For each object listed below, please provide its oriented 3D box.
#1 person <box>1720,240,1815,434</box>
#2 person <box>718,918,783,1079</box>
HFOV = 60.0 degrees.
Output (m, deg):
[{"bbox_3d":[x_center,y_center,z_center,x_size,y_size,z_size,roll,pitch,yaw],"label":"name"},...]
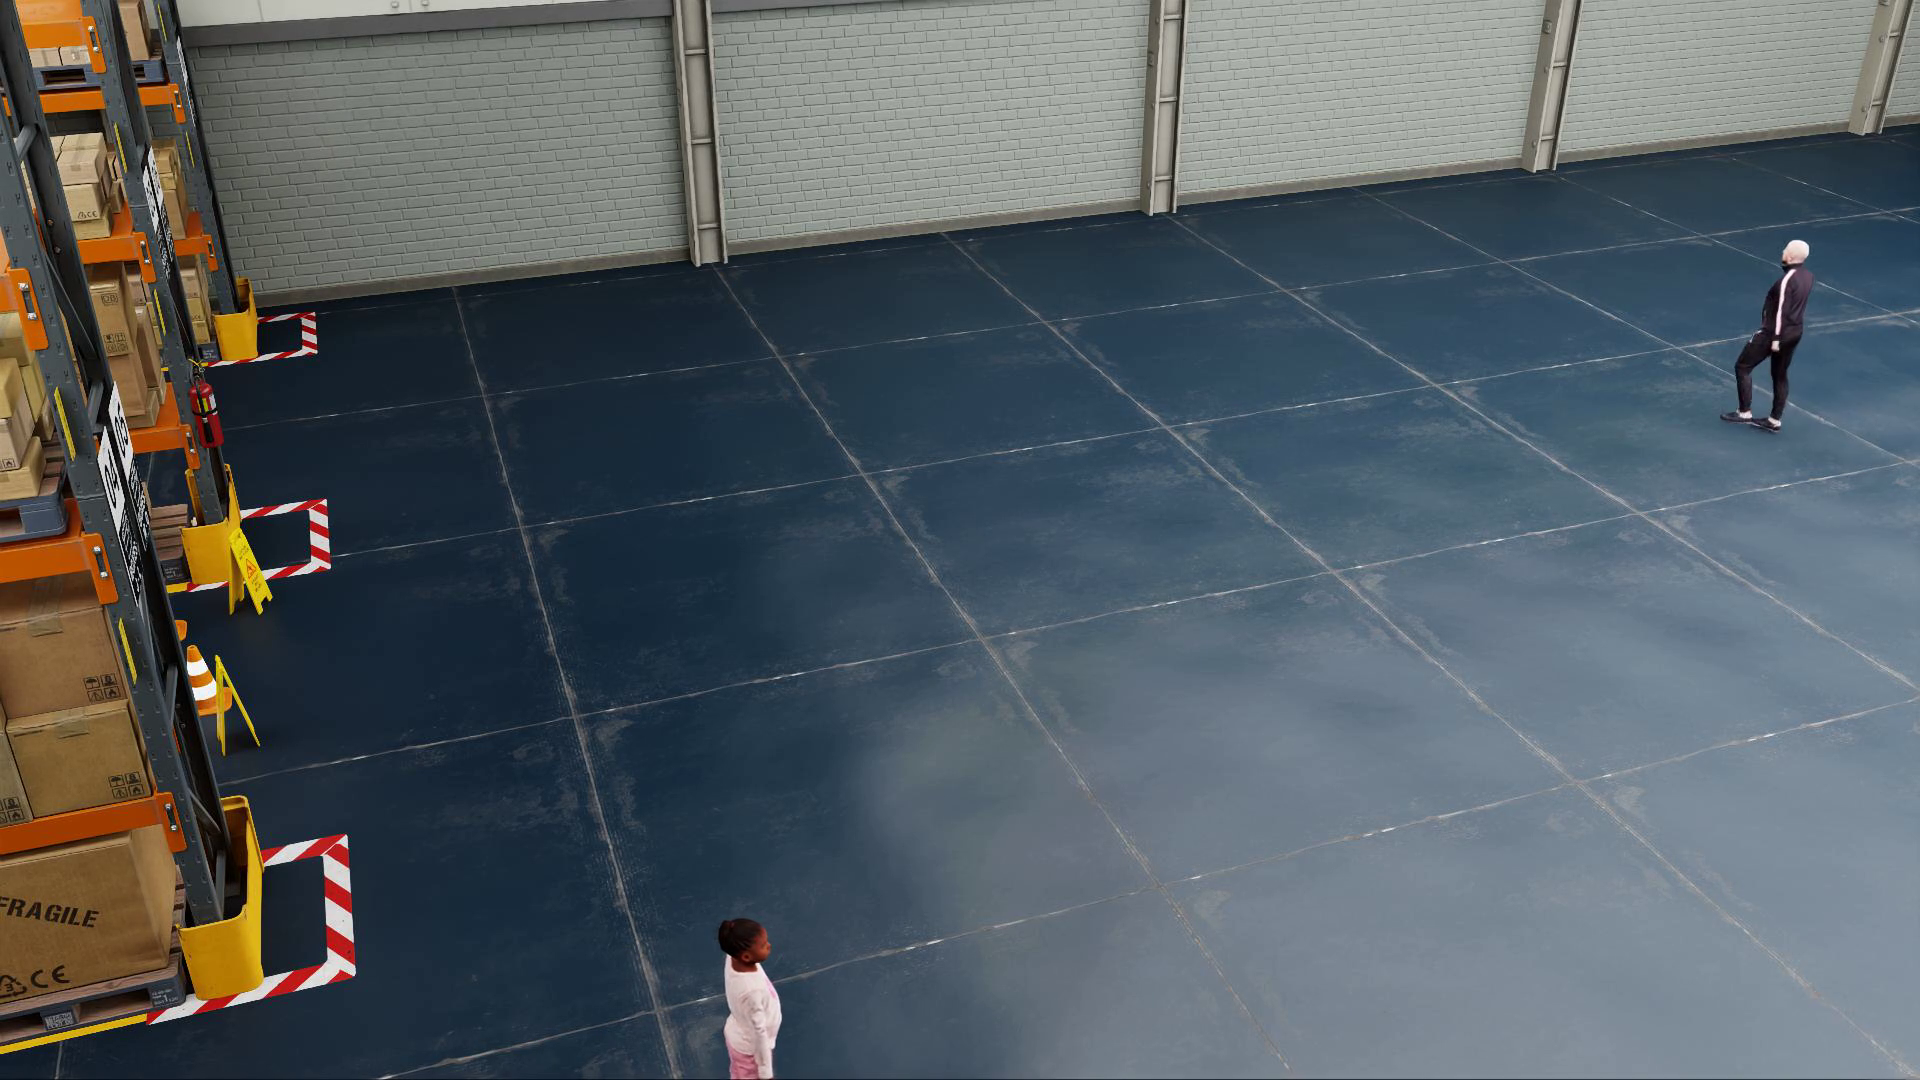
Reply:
[{"bbox_3d":[7.602,-1.831,15.262,0.743,1.819,0.833,-18,33,-30],"label":"person"},{"bbox_3d":[-0.988,2.343,7.824,0.477,1.444,0.536,-10,30,-18],"label":"person"}]
